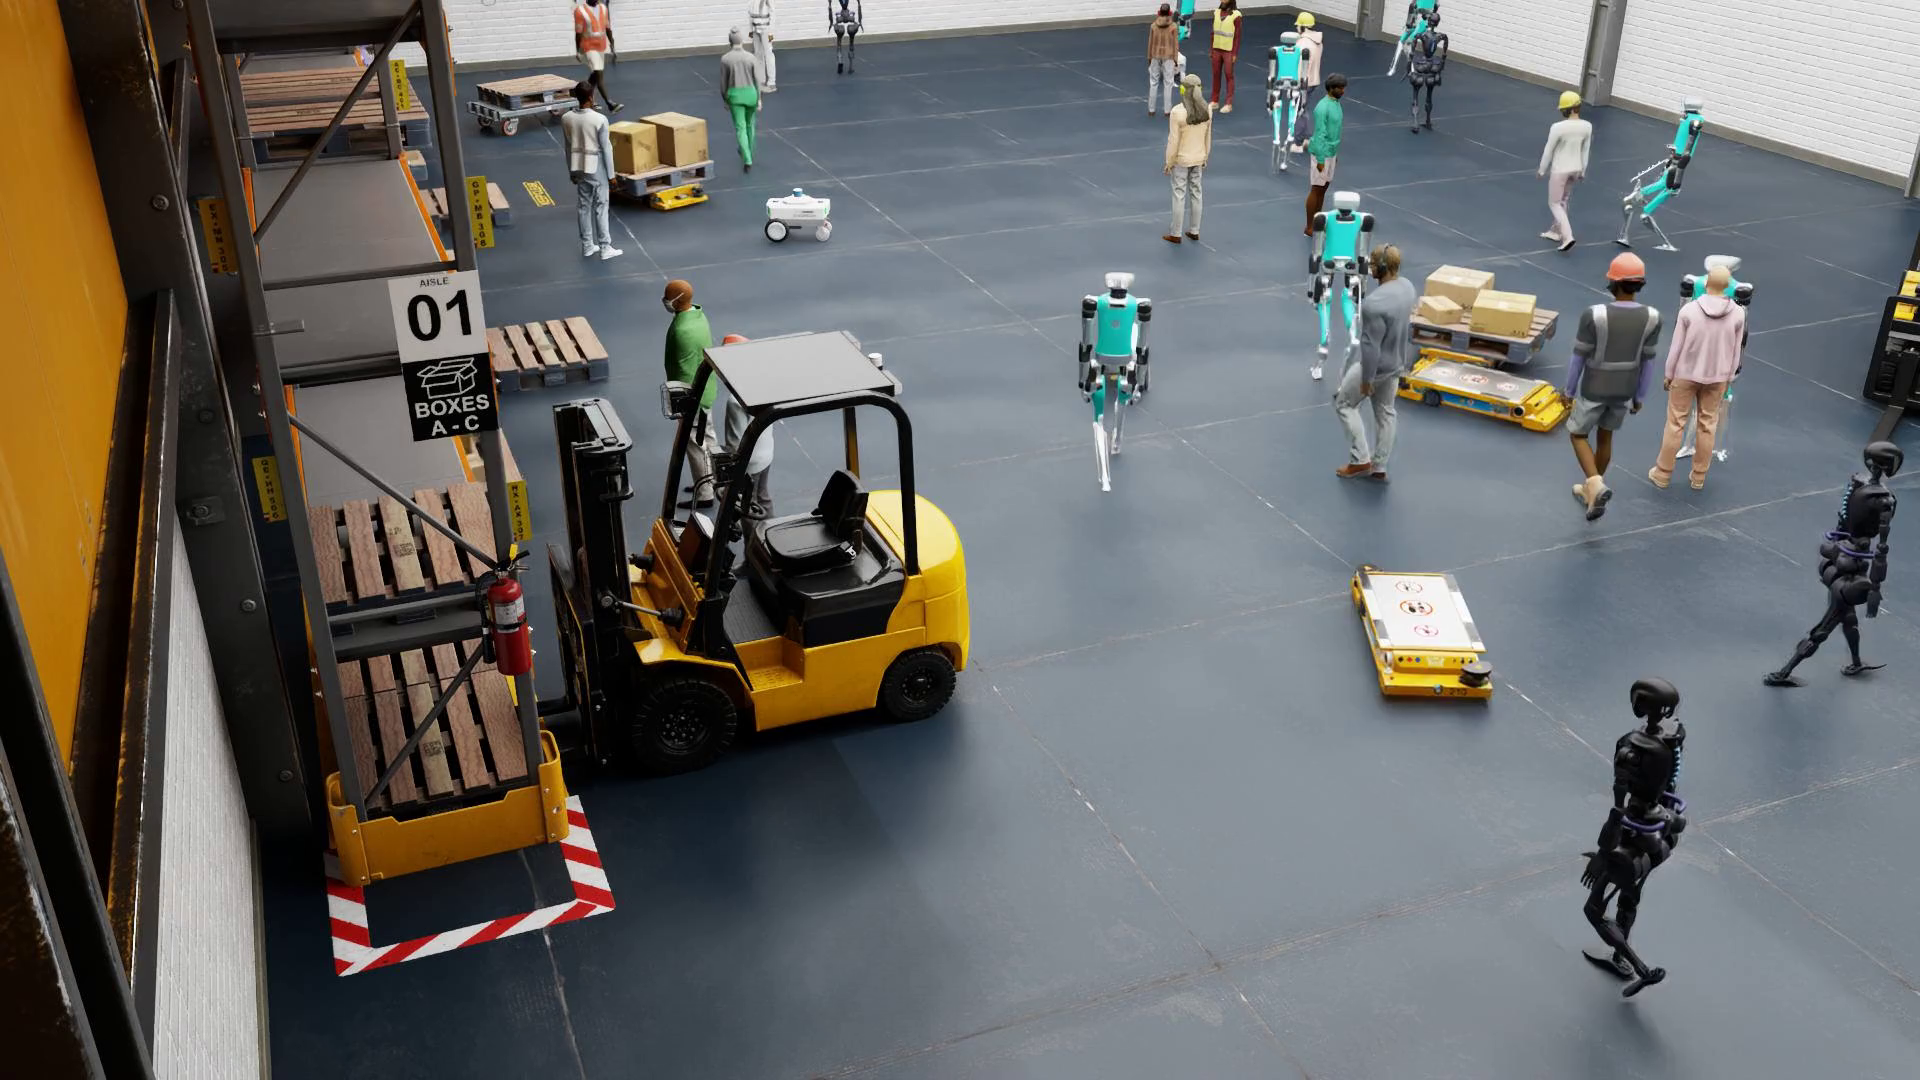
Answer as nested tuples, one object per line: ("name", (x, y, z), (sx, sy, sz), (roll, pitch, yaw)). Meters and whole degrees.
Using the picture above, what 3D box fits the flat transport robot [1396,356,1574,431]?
("flat transport robot", (4.569, -1.290, 14.554), (1.431, 0.231, 0.659), (20, 33, 34))

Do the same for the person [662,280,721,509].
("person", (-2.010, -1.099, 12.503), (0.388, 1.778, 0.548), (2, 27, 4))

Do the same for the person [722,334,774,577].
("person", (-1.478, -0.585, 11.516), (0.351, 1.738, 0.572), (7, 28, 14))

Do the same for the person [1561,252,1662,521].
("person", (4.779, -1.091, 12.214), (0.607, 2.018, 0.743), (-1, 27, -2))

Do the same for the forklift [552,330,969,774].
("forklift", (-1.094, 0.010, 9.831), (2.313, 2.155, 1.214), (-10, 28, -20))

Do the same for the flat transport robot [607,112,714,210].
("flat transport robot", (-3.832, -4.371, 20.681), (1.431, 0.231, 0.659), (24, 35, 39))

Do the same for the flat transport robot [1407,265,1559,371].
("flat transport robot", (4.813, -1.796, 15.560), (0.659, 0.231, 1.431), (16, 31, 29))

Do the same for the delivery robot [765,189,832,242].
("delivery robot", (-1.867, -3.720, 19.085), (0.813, 0.609, 0.499), (1, 27, 1))

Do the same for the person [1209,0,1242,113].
("person", (3.954, -7.301, 24.840), (0.475, 1.767, 0.361), (21, 33, 35))

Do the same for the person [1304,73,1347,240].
("person", (4.148, -4.380, 18.943), (0.396, 1.849, 0.494), (16, 31, 28))

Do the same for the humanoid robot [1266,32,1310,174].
("humanoid robot", (4.186, -5.545, 21.506), (0.548, 1.892, 0.744), (7, 27, 13))

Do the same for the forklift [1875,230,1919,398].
("forklift", (9.029, -2.397, 14.618), (1.214, 2.155, 2.313), (18, 32, 32))

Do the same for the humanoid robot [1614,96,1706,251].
("humanoid robot", (7.640, -4.029, 18.418), (0.927, 1.773, 0.559), (6, 27, 12))

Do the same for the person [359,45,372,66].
("person", (-9.211, -7.533, 25.268), (0.973, 1.787, 0.590), (3, 27, 7))

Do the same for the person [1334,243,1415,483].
("person", (3.197, -1.354, 12.836), (0.639, 1.922, 0.475), (-24, 35, -39))

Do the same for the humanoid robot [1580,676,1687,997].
("humanoid robot", (3.185, 1.382, 7.663), (0.613, 1.644, 0.442), (-21, 33, -35))

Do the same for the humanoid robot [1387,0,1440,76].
("humanoid robot", (7.401, -8.471, 27.202), (0.599, 1.775, 0.872), (-9, 28, -17))

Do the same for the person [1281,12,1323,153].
("person", (4.658, -6.176, 22.510), (0.432, 1.854, 0.806), (14, 30, 26))

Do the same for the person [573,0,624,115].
("person", (-5.363, -7.316, 24.716), (1.021, 1.906, 0.617), (18, 32, 31))

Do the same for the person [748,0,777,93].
("person", (-3.117, -8.000, 26.100), (0.347, 1.884, 0.576), (-22, 34, -37))

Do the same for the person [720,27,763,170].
("person", (-2.867, -5.812, 21.846), (0.513, 1.799, 0.921), (-10, 29, -20))

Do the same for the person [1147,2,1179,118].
("person", (2.984, -7.073, 24.523), (0.462, 1.648, 0.327), (9, 28, 16))

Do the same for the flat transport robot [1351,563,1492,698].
("flat transport robot", (2.985, 0.576, 10.841), (0.659, 0.231, 1.431), (2, 27, 3))

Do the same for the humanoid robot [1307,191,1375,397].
("humanoid robot", (3.346, -2.092, 14.552), (0.542, 1.771, 0.965), (0, 27, 1))

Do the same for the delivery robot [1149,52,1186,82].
("delivery robot", (3.426, -7.798, 27.171), (0.499, 0.586, 0.783), (-5, 27, -10))

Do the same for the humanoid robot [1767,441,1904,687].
("humanoid robot", (5.457, 0.161, 10.147), (0.785, 1.622, 0.589), (0, 27, 1))

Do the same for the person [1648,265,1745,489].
("person", (5.670, -1.229, 12.745), (0.535, 1.781, 0.400), (4, 27, 9))

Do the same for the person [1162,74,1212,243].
("person", (2.568, -4.272, 18.700), (0.564, 1.876, 0.408), (-13, 29, -24))

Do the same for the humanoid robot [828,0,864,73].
("humanoid robot", (-1.884, -8.509, 27.348), (0.600, 1.637, 0.493), (0, 27, -1))

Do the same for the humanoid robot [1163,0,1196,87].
("humanoid robot", (3.386, -8.142, 26.596), (0.748, 1.817, 0.534), (19, 33, 33))

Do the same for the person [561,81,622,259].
("person", (-4.048, -4.029, 18.178), (0.592, 1.914, 0.393), (12, 29, 23))

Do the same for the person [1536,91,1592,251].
("person", (6.771, -4.095, 18.509), (0.518, 1.726, 0.724), (-11, 29, -20))

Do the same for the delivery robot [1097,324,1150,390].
("delivery robot", (1.454, -1.703, 15.036), (0.499, 0.577, 0.769), (1, 27, 3))

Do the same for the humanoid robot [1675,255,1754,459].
("humanoid robot", (6.013, -1.463, 13.275), (0.590, 1.792, 0.817), (19, 32, 33))

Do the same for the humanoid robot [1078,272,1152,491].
("humanoid robot", (1.195, -1.347, 13.056), (0.545, 1.770, 0.949), (2, 27, 4))

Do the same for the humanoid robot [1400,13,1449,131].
("humanoid robot", (6.587, -6.657, 23.687), (0.606, 1.659, 0.526), (-2, 27, -4))
